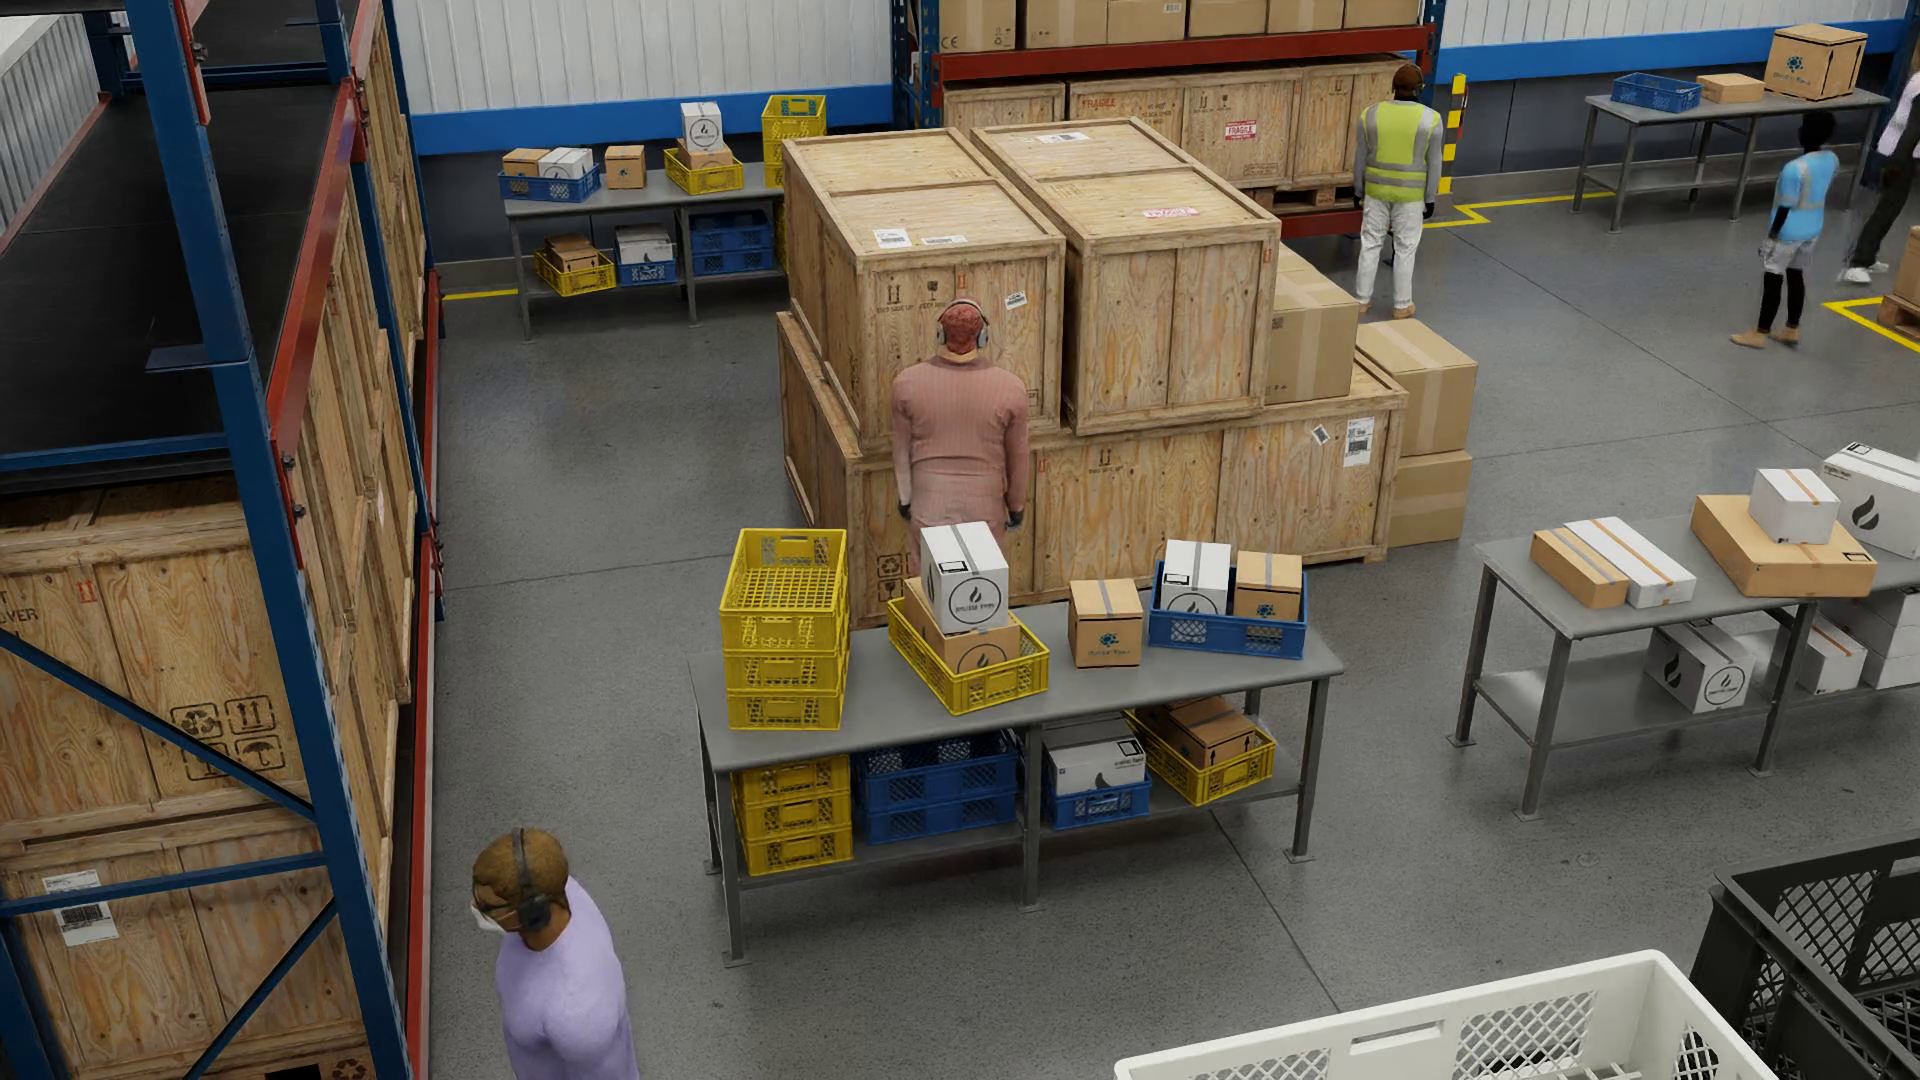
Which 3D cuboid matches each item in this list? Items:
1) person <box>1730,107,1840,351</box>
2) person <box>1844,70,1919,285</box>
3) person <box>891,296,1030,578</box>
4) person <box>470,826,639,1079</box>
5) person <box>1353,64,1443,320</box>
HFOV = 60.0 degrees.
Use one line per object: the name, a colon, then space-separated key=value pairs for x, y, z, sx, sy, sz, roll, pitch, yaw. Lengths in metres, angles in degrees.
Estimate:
person: x=5.760 y=-2.139 z=11.513 sx=0.535 sy=1.700 sz=0.325 roll=-18 pitch=34 yaw=-30
person: x=7.200 y=-2.903 z=12.718 sx=0.423 sy=1.866 sz=0.748 roll=13 pitch=32 yaw=23
person: x=0.006 y=-0.225 z=7.831 sx=0.637 sy=1.899 sz=0.399 roll=2 pitch=29 yaw=4
person: x=-1.044 y=1.561 z=4.541 sx=0.354 sy=1.936 sz=0.635 roll=-11 pitch=31 yaw=-20
person: x=3.142 y=-2.501 z=12.018 sx=0.622 sy=1.838 sz=0.429 roll=13 pitch=31 yaw=22
